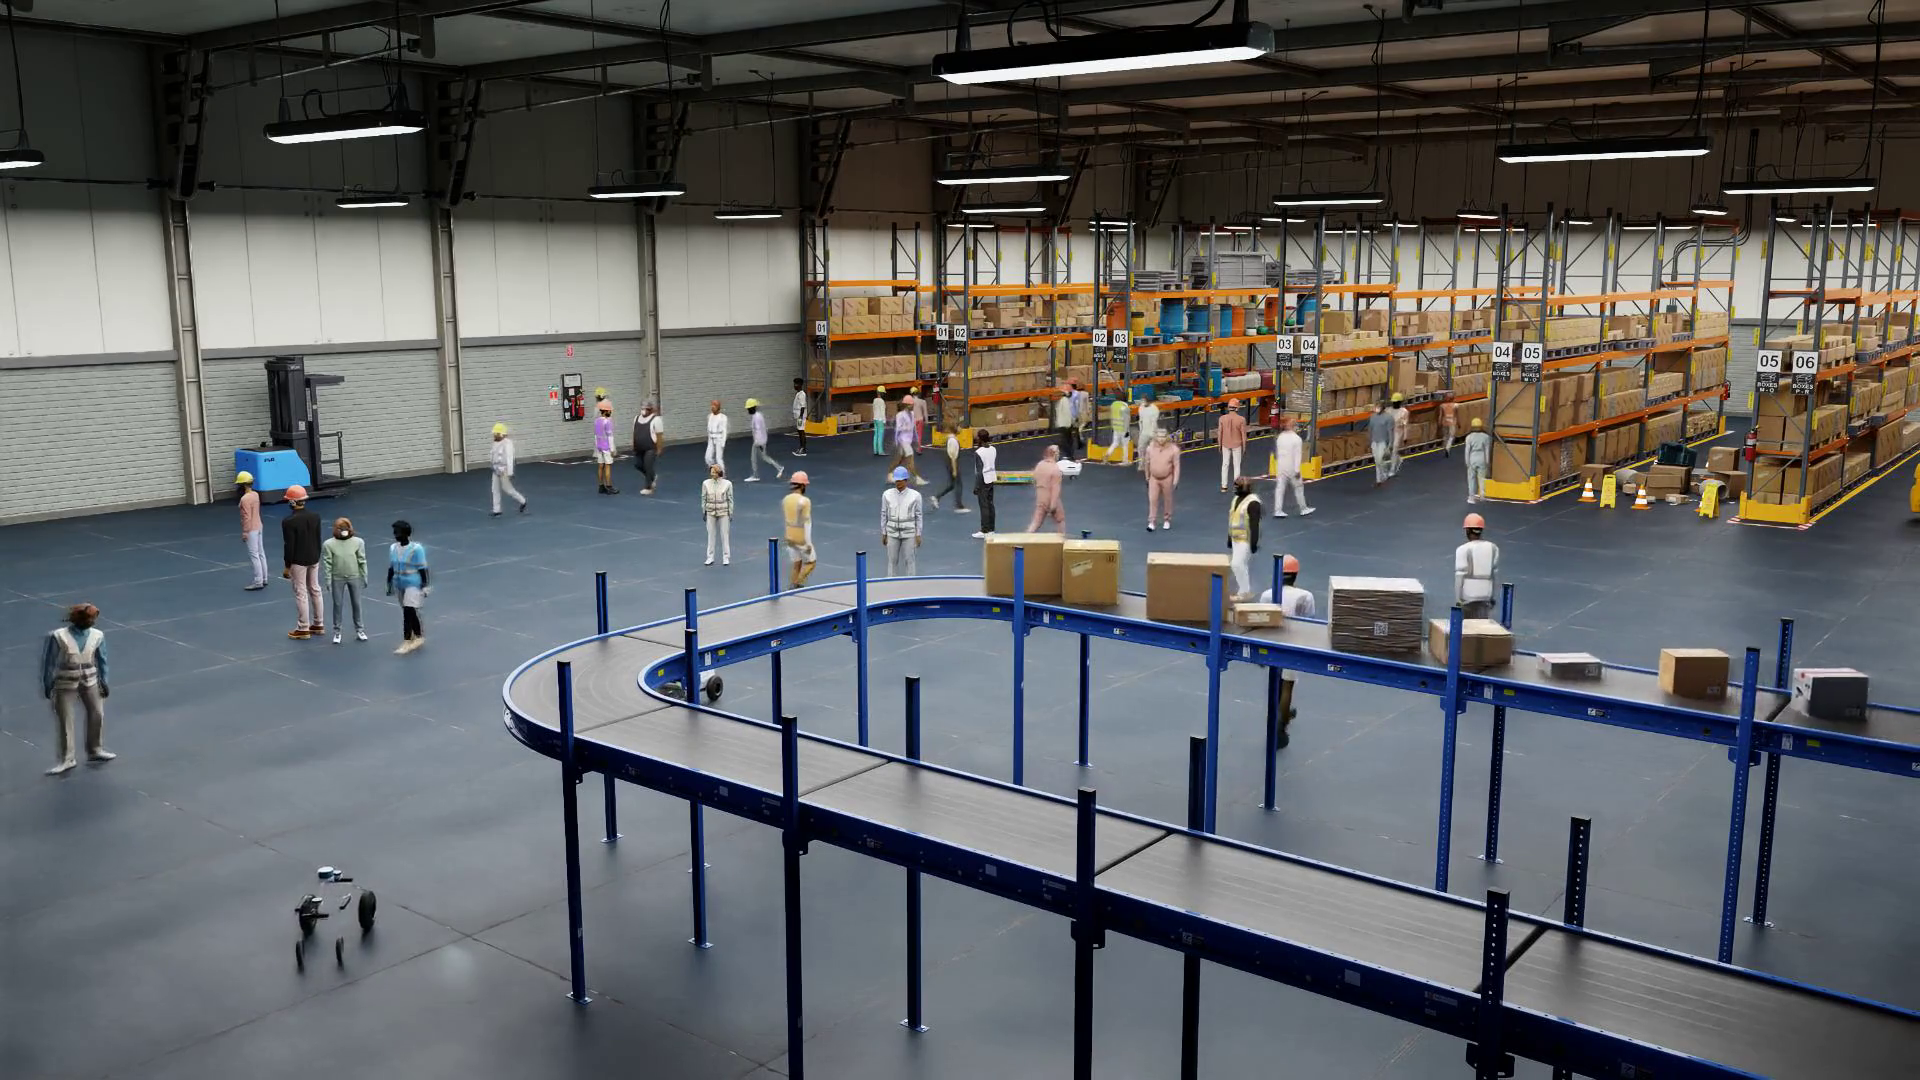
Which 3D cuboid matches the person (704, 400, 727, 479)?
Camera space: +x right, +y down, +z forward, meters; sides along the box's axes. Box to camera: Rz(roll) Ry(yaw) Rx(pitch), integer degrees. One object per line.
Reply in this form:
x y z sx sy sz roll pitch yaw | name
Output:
-5.323 -2.114 34.074 0.616 1.873 0.446 8 13 37 | person

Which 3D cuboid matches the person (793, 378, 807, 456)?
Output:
-4.041 -3.115 39.464 0.367 1.966 0.607 -2 10 -12 | person

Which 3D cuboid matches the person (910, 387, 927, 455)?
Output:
-1.110 -3.018 39.666 0.535 1.703 0.940 1 10 5 | person

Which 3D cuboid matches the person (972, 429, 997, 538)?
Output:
0.444 -1.007 27.729 0.393 1.920 0.587 6 12 30 | person

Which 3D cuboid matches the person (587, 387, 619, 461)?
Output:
-8.763 -2.842 38.379 0.744 1.810 0.606 -4 11 -24 | person

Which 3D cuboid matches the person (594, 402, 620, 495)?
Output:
-7.452 -1.939 32.942 0.544 1.933 0.376 9 14 43 | person

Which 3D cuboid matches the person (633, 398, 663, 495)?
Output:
-6.578 -1.975 32.959 0.704 2.000 0.663 6 11 28 | person

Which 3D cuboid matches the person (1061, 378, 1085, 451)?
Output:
2.896 -3.257 40.489 0.567 1.883 1.001 7 12 33 | person

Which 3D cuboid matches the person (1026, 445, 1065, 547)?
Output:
1.426 -0.658 25.941 0.977 1.861 0.632 -7 12 -36 | person

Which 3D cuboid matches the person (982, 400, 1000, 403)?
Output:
0.849 -4.088 44.796 0.619 2.021 0.821 7 12 35 | person

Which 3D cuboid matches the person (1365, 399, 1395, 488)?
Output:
9.032 -2.079 33.752 0.495 1.917 0.646 -7 12 -33 | person

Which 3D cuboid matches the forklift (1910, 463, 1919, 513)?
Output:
19.034 -1.348 28.998 2.313 2.155 1.214 8 13 37 | forklift

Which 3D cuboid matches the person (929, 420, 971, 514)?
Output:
-0.191 -1.415 30.310 0.724 1.827 0.513 -2 10 -9 | person

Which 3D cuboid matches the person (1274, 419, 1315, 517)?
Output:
6.397 -1.368 29.904 0.931 1.861 0.670 -6 12 -31 | person

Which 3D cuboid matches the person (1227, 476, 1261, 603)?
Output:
3.998 -0.002 22.344 0.520 1.822 0.652 -3 10 -16 | person

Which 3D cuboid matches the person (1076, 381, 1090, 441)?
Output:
3.286 -3.512 42.645 0.513 1.621 0.436 7 12 34 | person

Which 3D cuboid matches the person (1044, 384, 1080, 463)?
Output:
2.454 -2.755 37.435 0.816 1.967 0.617 0 10 0 | person

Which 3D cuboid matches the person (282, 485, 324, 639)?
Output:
-8.540 0.272 20.312 0.375 1.997 0.612 4 11 20 | person

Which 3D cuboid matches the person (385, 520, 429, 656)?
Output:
-6.932 0.595 19.420 0.550 1.664 0.742 5 11 26 | person

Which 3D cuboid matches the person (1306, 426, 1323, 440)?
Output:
8.901 -3.016 39.216 0.528 1.863 0.348 8 13 38 | person

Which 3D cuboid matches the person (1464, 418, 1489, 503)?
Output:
10.411 -1.600 31.557 0.493 1.730 0.405 0 10 -1 | person

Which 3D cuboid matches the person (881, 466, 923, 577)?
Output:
-0.839 -0.095 22.512 0.605 1.949 0.402 2 10 12 | person

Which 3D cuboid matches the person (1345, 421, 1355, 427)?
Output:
11.585 -4.311 46.359 0.574 1.918 0.626 -9 13 -40 | person

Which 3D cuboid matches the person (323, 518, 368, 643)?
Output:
-7.863 0.509 20.051 0.512 1.624 0.315 -5 11 -25 | person

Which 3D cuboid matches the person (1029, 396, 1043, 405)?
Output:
2.307 -4.635 48.258 1.015 1.886 0.649 -10 14 -44 | person

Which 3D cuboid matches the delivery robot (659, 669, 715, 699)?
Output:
-3.017 1.505 17.285 0.477 0.478 0.707 4 11 22 | delivery robot

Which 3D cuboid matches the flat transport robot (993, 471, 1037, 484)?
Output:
1.255 -1.392 34.654 1.431 0.197 0.652 0 10 -2 | flat transport robot

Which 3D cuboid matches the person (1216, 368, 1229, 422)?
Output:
8.132 -4.407 47.617 0.594 1.652 0.539 -10 14 -44 | person

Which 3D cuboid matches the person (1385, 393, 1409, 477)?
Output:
9.943 -2.413 35.654 0.616 1.914 0.600 -8 13 -39 | person

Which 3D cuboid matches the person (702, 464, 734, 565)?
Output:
-3.897 -0.414 25.188 0.515 1.636 0.315 1 10 6 | person

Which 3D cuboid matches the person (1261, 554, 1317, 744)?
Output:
3.356 1.092 16.050 0.549 1.882 1.026 6 12 29 | person

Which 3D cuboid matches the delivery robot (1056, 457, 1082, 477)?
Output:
2.342 -1.601 34.772 0.707 0.478 0.477 0 10 -2 | delivery robot

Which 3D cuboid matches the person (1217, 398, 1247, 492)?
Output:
5.766 -2.001 33.108 0.624 1.993 0.385 5 11 24 | person

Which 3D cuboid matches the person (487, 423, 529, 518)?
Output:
-8.713 -1.351 29.983 0.599 1.811 0.746 9 14 42 | person

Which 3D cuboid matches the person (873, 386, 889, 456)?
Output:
-2.004 -3.004 39.422 0.326 1.761 0.523 -6 12 -29 | person

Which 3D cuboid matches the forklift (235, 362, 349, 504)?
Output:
-13.803 -2.244 32.110 1.129 2.768 1.873 8 13 37 | forklift

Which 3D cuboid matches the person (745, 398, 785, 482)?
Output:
-4.365 -2.232 34.783 0.815 1.878 0.599 -3 11 -18 | person

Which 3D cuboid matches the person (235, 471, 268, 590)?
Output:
-10.576 -0.144 23.304 0.329 1.767 0.529 -1 10 -4 | person

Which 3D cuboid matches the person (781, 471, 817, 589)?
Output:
-2.268 -0.020 22.177 0.567 1.911 0.433 8 13 38 | person

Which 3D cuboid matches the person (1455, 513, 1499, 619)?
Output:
6.105 0.648 18.454 0.573 1.907 0.662 -2 10 -9 | person

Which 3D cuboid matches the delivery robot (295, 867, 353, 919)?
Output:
-4.523 2.458 11.174 0.335 0.223 0.698 -2 11 -7 | delivery robot

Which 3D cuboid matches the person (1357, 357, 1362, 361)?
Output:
13.982 -5.694 54.452 0.682 1.805 0.384 -4 11 -21 | person

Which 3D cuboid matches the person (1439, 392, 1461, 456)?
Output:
12.227 -2.883 39.134 0.523 1.615 0.631 7 12 35 | person

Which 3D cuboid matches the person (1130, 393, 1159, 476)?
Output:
4.231 -2.387 35.578 0.878 1.887 0.620 -8 13 -40 | person

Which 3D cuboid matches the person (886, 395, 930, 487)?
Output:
-1.180 -2.179 34.167 1.099 1.985 0.624 5 11 27 | person

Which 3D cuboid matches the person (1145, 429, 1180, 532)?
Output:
3.636 -1.074 28.264 0.667 1.853 0.979 4 11 20 | person

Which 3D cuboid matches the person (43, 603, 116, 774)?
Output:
-8.497 1.413 14.999 0.328 1.609 0.615 8 13 40 | person

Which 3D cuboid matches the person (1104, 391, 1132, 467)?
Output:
3.794 -2.649 37.250 0.679 1.821 0.633 -8 13 -39 | person
